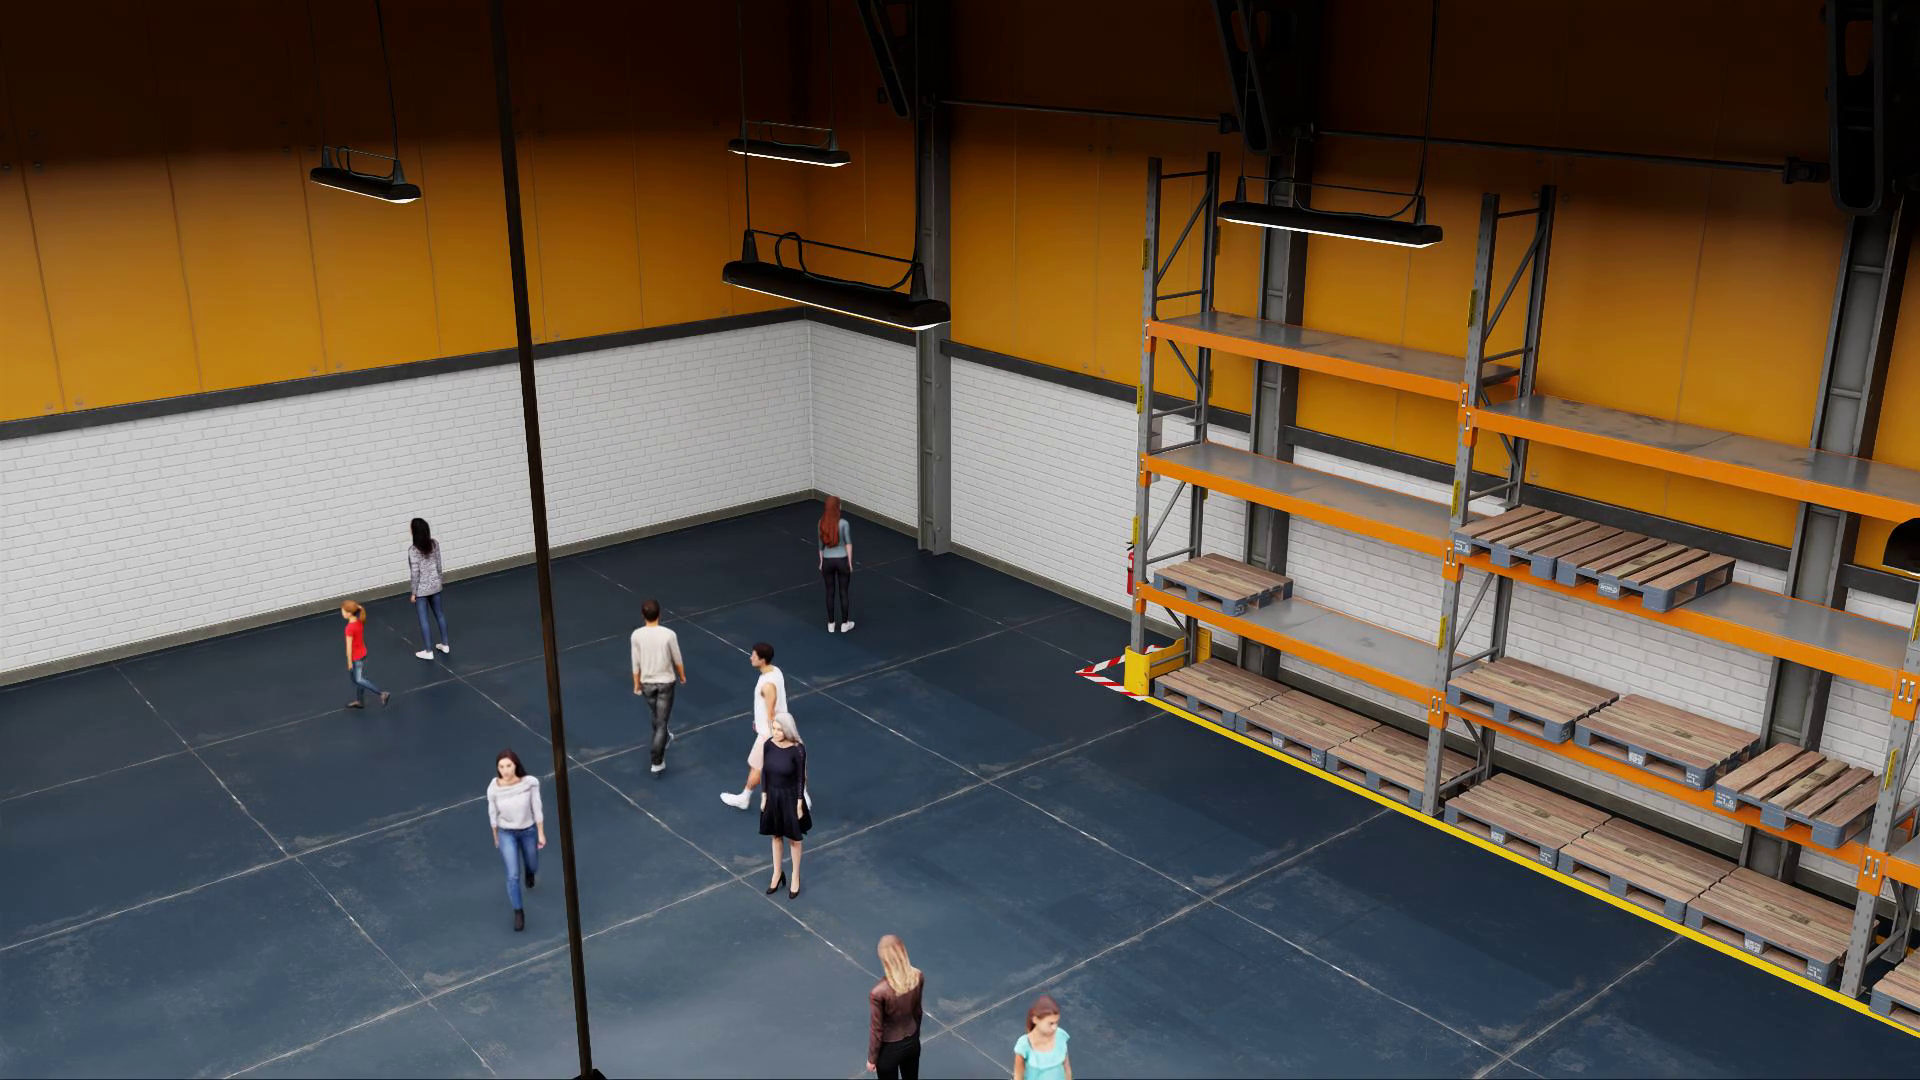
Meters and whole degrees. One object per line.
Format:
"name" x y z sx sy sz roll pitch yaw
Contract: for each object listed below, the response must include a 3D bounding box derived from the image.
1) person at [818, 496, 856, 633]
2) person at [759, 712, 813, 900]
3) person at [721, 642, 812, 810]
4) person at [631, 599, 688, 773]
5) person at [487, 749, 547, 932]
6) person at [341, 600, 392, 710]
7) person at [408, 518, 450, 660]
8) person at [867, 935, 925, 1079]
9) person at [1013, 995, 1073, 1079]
"person" -1.544 0.302 20.640 0.653 1.743 0.733 4 19 12
"person" -1.550 2.321 14.637 0.646 1.747 0.749 8 20 22
"person" -1.722 1.840 16.078 1.163 1.739 1.082 3 19 8
"person" -3.100 1.514 17.001 1.141 1.768 1.179 2 19 6
"person" -3.793 2.511 14.293 0.854 1.607 1.060 -5 19 -14
"person" -6.602 1.293 18.400 0.827 1.294 0.777 1 19 4
"person" -6.379 0.561 19.886 0.615 1.733 0.673 12 22 32
"person" -0.425 3.455 11.334 0.610 1.706 0.508 -17 25 -40
"person" 0.515 3.663 11.027 0.718 1.507 1.096 -8 20 -23
